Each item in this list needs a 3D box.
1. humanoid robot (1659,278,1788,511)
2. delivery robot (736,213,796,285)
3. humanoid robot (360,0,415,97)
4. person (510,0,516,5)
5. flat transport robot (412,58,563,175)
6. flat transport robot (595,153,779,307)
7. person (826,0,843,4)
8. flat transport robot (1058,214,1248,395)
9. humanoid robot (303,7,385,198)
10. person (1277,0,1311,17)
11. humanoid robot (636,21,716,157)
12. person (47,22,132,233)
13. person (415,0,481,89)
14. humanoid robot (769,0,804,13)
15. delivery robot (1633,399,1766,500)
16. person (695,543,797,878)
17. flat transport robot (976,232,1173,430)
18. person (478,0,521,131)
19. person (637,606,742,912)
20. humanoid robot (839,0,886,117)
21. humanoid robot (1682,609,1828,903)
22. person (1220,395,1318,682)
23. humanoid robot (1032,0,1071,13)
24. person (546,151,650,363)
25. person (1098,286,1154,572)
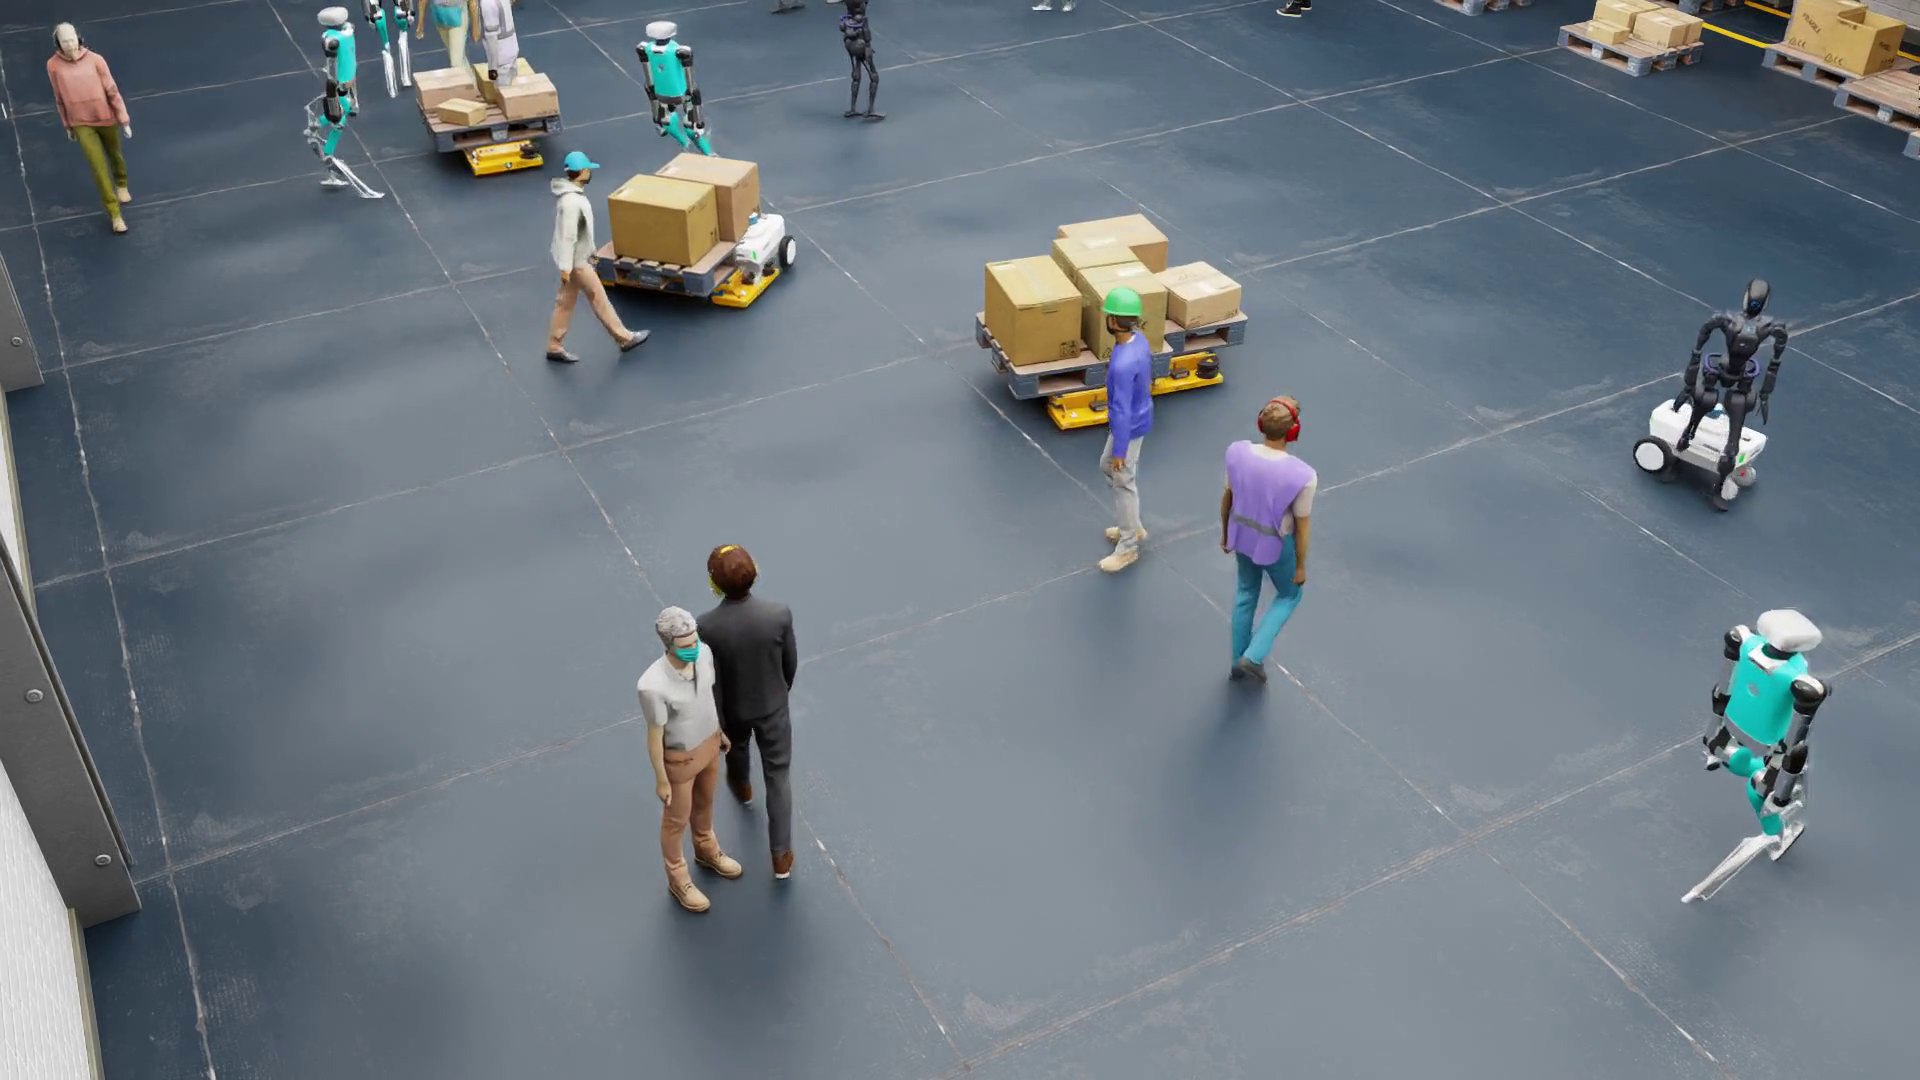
[{"bbox_3d":[5.040,-1.001,10.930,0.587,1.627,0.566,8,36,12],"label":"humanoid robot"},{"bbox_3d":[-1.730,-2.469,14.006,0.499,0.612,0.805,9,36,13],"label":"delivery robot"},{"bbox_3d":[-5.963,-5.533,17.360,0.545,1.815,0.747,-10,36,-14],"label":"humanoid robot"},{"bbox_3d":[-5.691,-7.080,19.597,0.722,1.666,0.532,6,35,9],"label":"person"},{"bbox_3d":[-4.602,-3.969,16.383,0.659,0.231,1.431,-15,38,-20],"label":"flat transport robot"},{"bbox_3d":[-2.305,-2.263,13.946,1.431,0.231,0.659,11,37,16],"label":"flat transport robot"},{"bbox_3d":[-1.512,-7.415,19.848,0.429,1.937,0.556,-12,37,-16],"label":"person"},{"bbox_3d":[1.436,-1.565,12.950,0.659,0.231,1.431,-11,37,-16],"label":"flat transport robot"},{"bbox_3d":[-5.808,-3.936,15.093,0.892,1.774,0.532,3,35,4],"label":"humanoid robot"},{"bbox_3d":[4.022,-7.125,19.421,0.365,1.958,0.606,21,40,27],"label":"person"},{"bbox_3d":[-2.444,-3.786,14.870,0.543,1.812,0.707,13,37,18],"label":"humanoid robot"},{"bbox_3d":[-7.638,-3.718,14.705,0.536,1.787,1.003,-15,38,-20],"label":"person"},{"bbox_3d":[-5.184,-5.141,16.712,0.594,1.810,0.825,14,37,19],"label":"person"},{"bbox_3d":[-2.111,-7.083,19.602,0.497,1.642,0.601,-7,36,-10],"label":"humanoid robot"},{"bbox_3d":[5.089,-0.667,11.435,0.499,0.614,0.815,-27,43,-33],"label":"delivery robot"},{"bbox_3d":[-1.035,0.783,8.238,0.490,1.824,0.933,-5,35,-7],"label":"person"},{"bbox_3d":[0.830,-1.293,12.561,0.659,0.231,1.431,-10,36,-14],"label":"flat transport robot"},{"bbox_3d":[-4.415,-4.637,15.889,0.382,1.931,0.542,1,35,1],"label":"person"},{"bbox_3d":[-1.295,1.020,7.970,0.312,1.745,0.481,21,40,27],"label":"person"},{"bbox_3d":[-0.988,-5.076,16.734,0.399,1.655,0.612,-12,37,-16],"label":"humanoid robot"},{"bbox_3d":[4.026,1.006,8.025,0.952,1.772,0.541,-14,37,-19],"label":"humanoid robot"},{"bbox_3d":[1.710,0.025,9.317,0.585,1.830,0.459,28,43,33],"label":"person"},{"bbox_3d":[1.071,-7.039,19.498,0.552,1.794,0.823,-26,43,-32],"label":"humanoid robot"},{"bbox_3d":[-2.826,-2.104,12.540,0.839,1.617,0.516,-10,36,-13],"label":"person"},{"bbox_3d":[1.001,-0.692,10.332,0.385,1.848,0.572,7,36,10],"label":"person"}]
